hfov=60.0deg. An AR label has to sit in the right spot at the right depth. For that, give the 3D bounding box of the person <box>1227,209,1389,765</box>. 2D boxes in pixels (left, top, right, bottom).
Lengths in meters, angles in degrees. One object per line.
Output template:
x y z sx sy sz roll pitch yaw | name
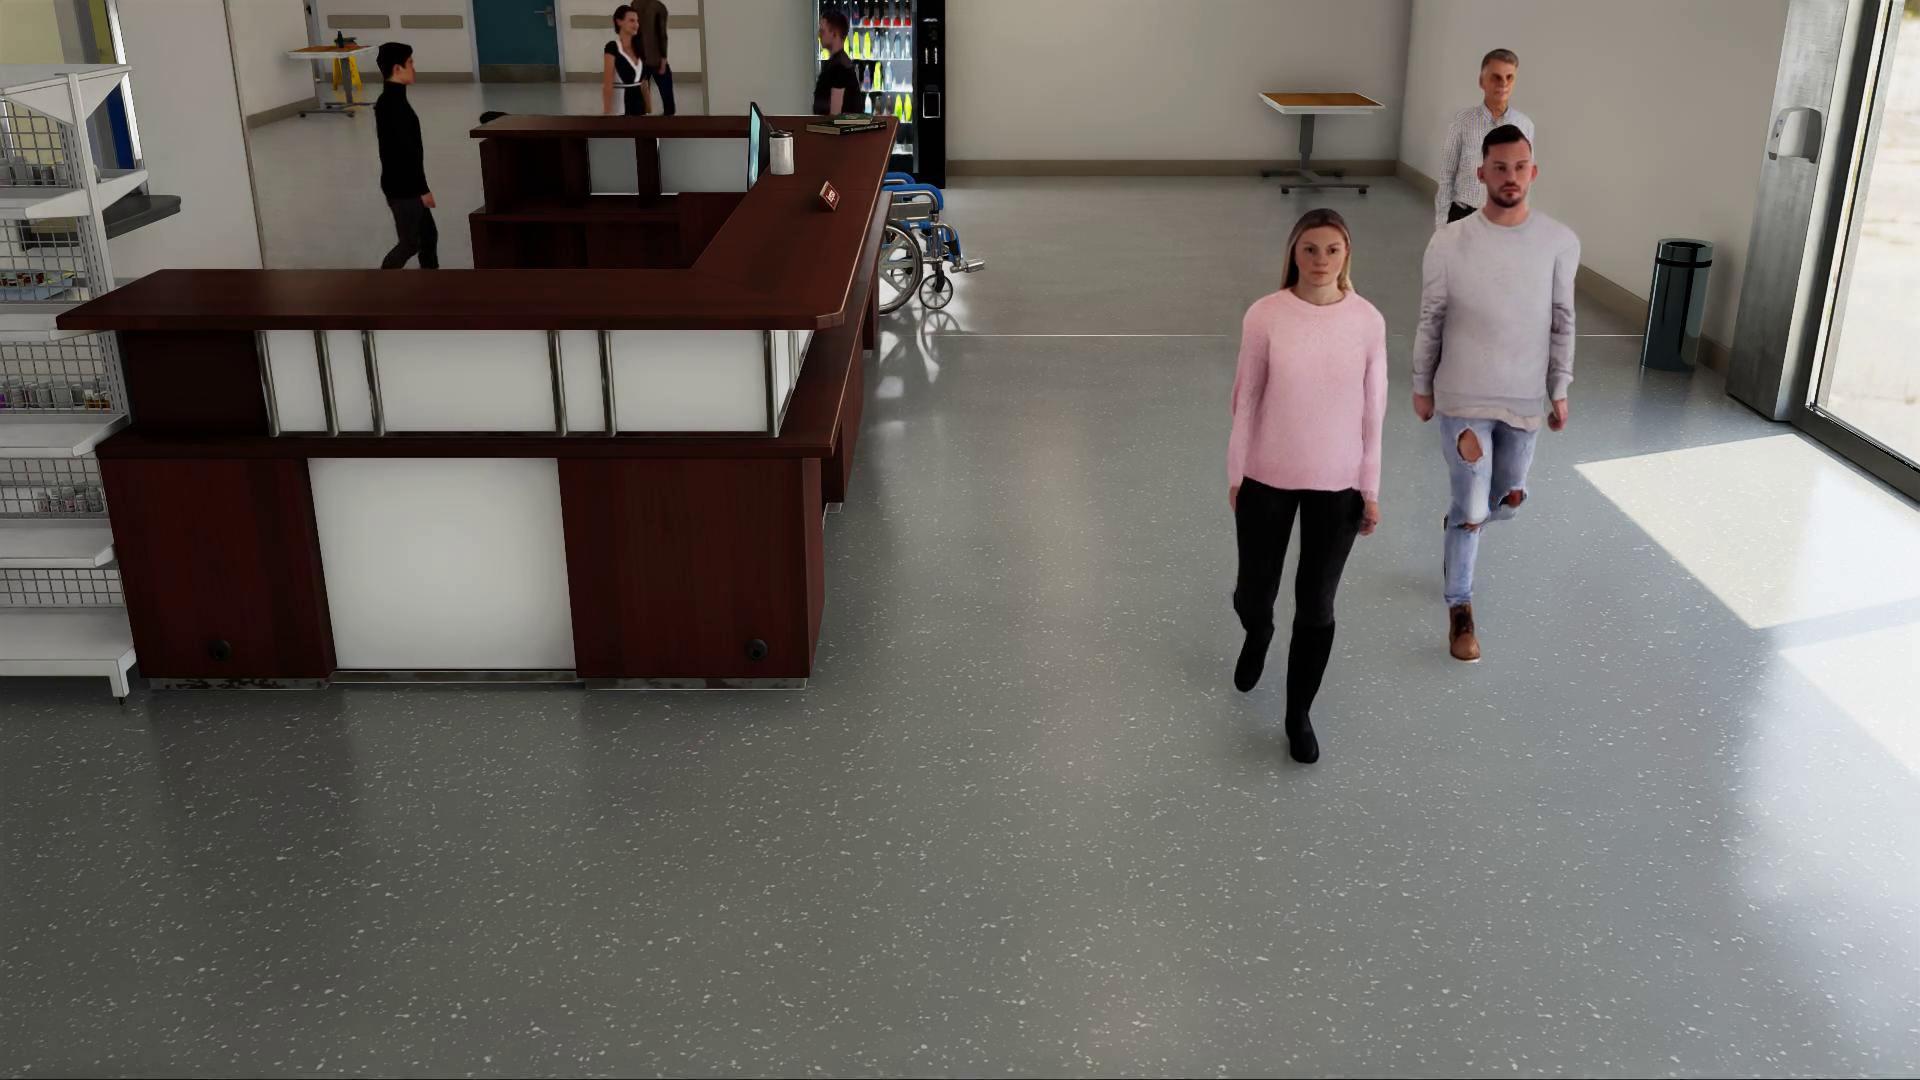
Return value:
1.054 -0.190 5.146 0.785 1.678 0.710 2 21 5 | person

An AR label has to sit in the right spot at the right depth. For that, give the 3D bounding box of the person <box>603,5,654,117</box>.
-2.732 -3.352 13.343 0.725 1.785 0.702 10 23 25 | person

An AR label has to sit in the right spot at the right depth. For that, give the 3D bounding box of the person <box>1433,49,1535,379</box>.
2.801 -1.711 8.962 0.503 1.820 0.708 1 21 3 | person

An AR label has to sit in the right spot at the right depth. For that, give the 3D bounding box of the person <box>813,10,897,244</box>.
-0.774 -2.813 11.863 0.873 1.827 0.683 -1 21 -2 | person

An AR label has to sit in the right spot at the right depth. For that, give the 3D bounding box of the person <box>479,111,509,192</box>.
-3.040 -2.265 11.217 0.490 1.219 0.507 0 21 -1 | person

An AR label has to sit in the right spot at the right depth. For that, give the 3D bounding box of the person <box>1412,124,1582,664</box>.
1.848 -0.528 5.847 0.969 1.814 0.746 1 21 2 | person

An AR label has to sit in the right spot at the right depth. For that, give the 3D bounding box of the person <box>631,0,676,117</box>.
-3.473 -5.275 18.329 1.213 1.850 1.030 8 22 21 | person
